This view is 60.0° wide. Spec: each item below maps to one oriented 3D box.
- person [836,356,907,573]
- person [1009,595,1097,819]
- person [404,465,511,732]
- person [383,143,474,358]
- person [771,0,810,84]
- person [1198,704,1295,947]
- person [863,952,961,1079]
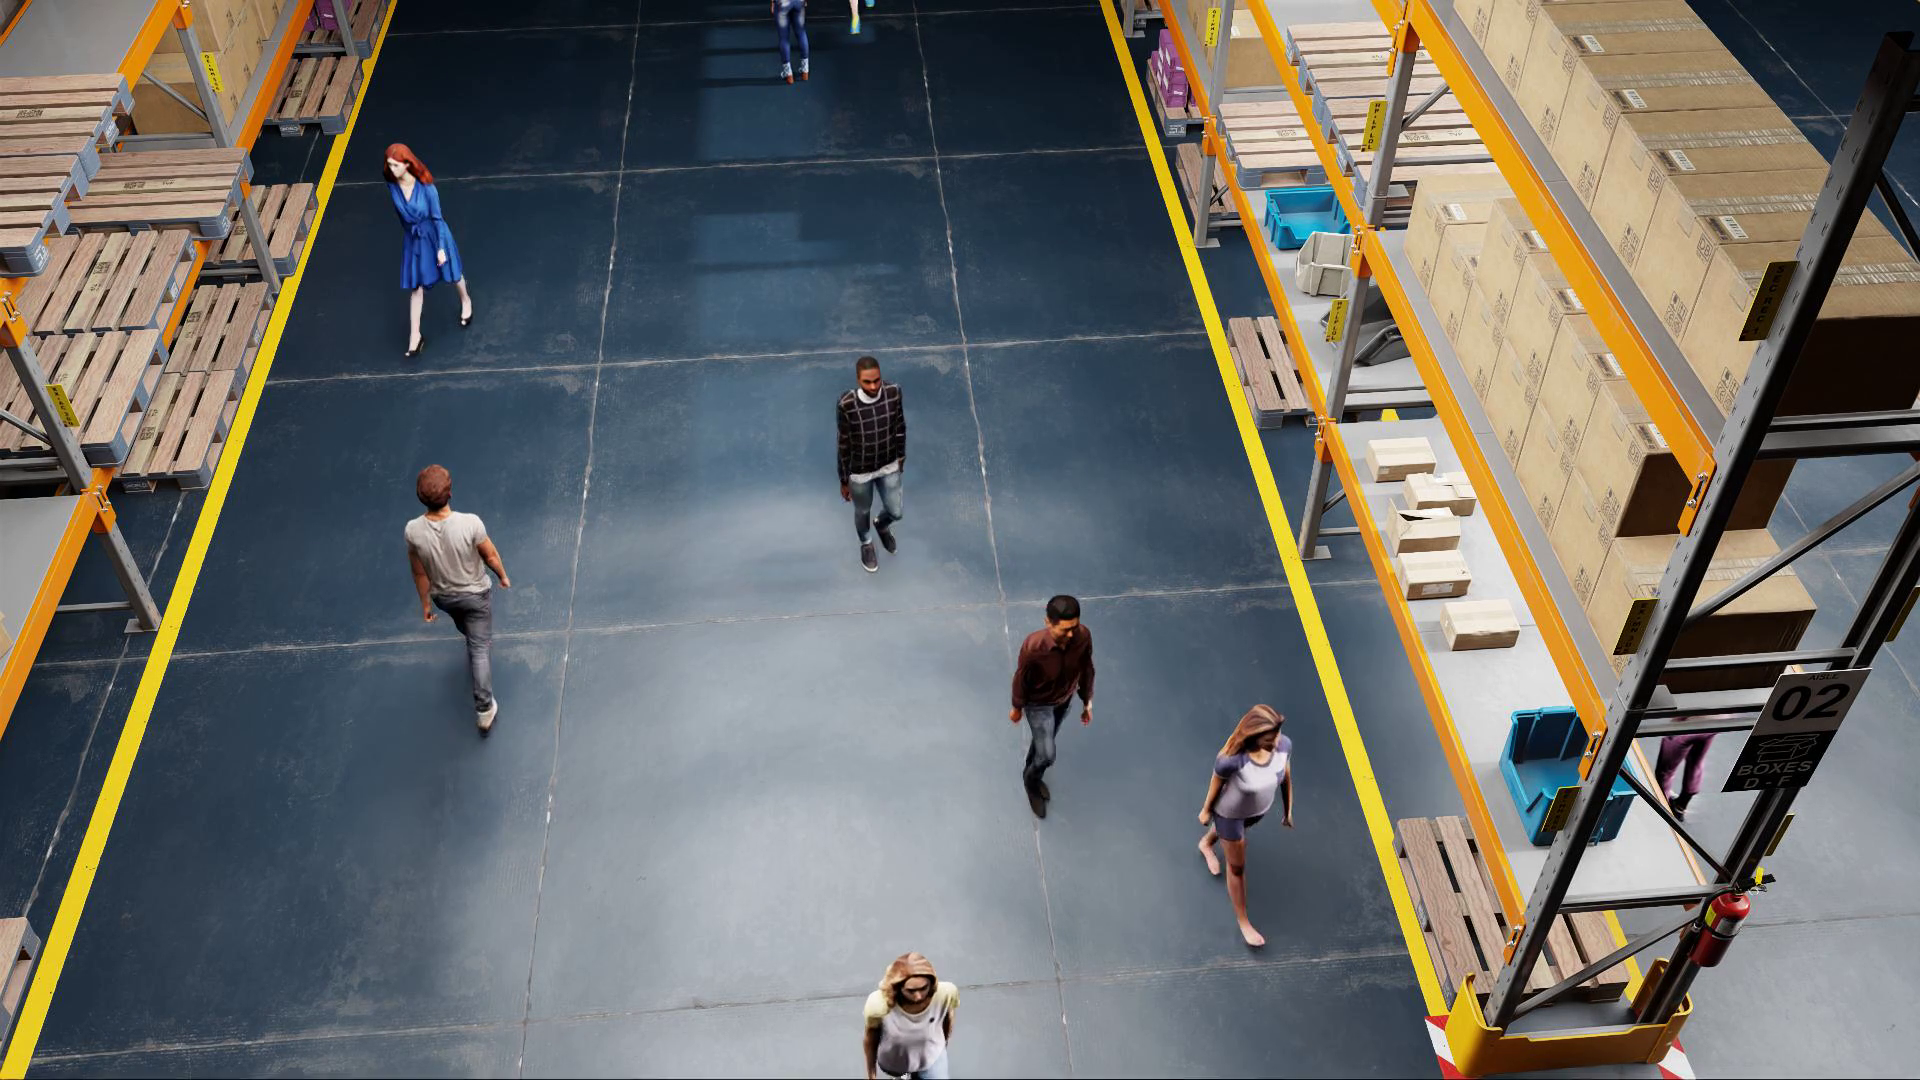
[{"bbox_3d":[-0.639,-0.577,11.391,0.738,1.806,0.752,-12,45,-12],"label":"person"},{"bbox_3d":[0.487,0.883,9.891,0.745,1.760,0.763,-22,48,-21],"label":"person"},{"bbox_3d":[-3.104,0.400,10.337,0.717,1.844,1.233,-5,44,-5],"label":"person"},{"bbox_3d":[-4.192,-2.409,13.327,0.884,1.788,1.182,10,45,10],"label":"person"},{"bbox_3d":[-1.696,-5.339,16.523,0.686,1.622,0.679,-20,47,-20],"label":"person"},{"bbox_3d":[1.541,1.439,9.362,0.847,1.684,1.123,-16,46,-16],"label":"person"},{"bbox_3d":[-0.277,2.488,8.275,0.706,1.665,1.209,-7,44,-7],"label":"person"}]
